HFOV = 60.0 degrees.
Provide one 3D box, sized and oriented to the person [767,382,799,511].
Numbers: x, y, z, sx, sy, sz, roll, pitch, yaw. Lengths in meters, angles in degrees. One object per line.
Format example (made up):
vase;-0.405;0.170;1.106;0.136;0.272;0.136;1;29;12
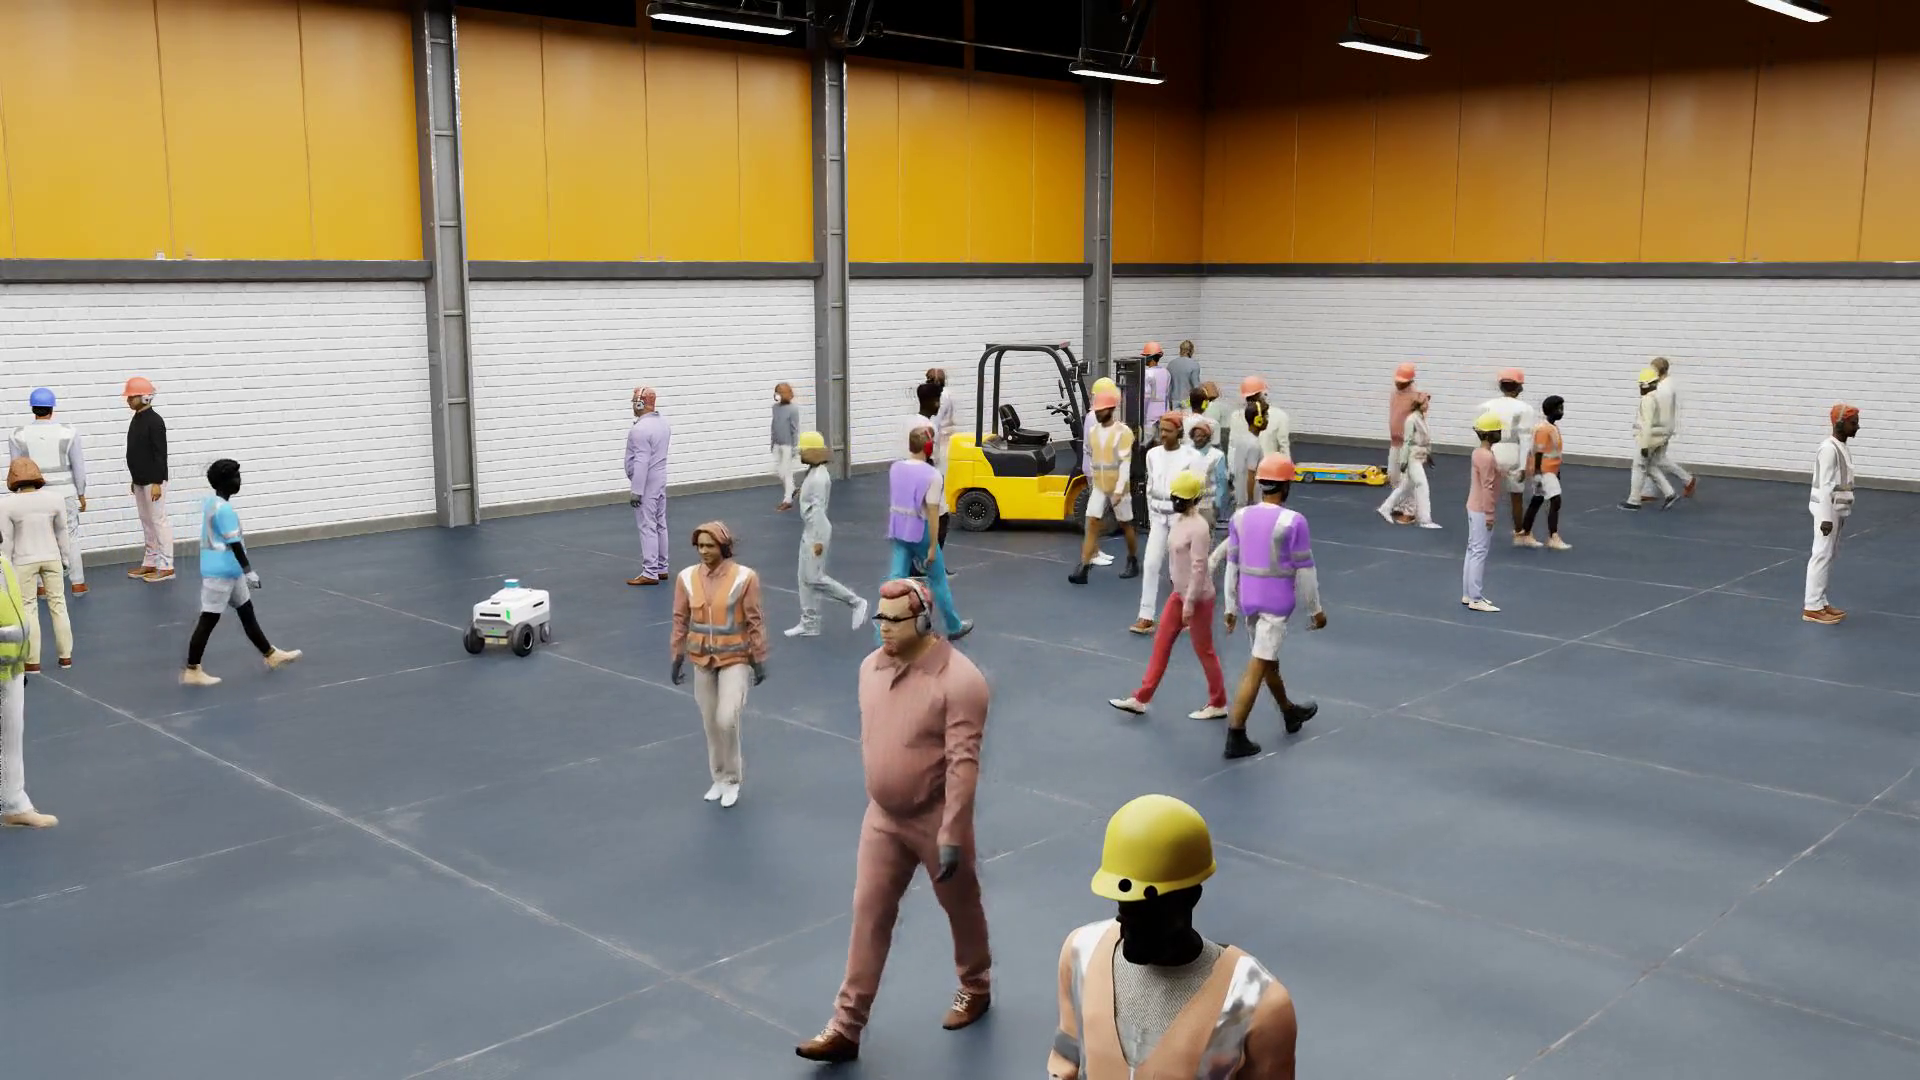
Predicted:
person;-2.215;-1.183;20.927;0.361;1.621;0.518;-8;13;-42

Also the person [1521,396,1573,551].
person;6.394;-0.719;17.909;0.714;1.669;0.547;5;11;30

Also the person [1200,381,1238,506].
person;3.263;-1.239;21.365;0.795;1.603;0.513;8;12;39

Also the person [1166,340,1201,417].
person;3.475;-2.125;25.785;0.372;1.933;0.627;-9;13;-44

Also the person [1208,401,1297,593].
person;2.654;-0.387;15.473;0.939;1.826;0.517;-2;9;-11

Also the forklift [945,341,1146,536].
forklift;0.977;-1.223;19.452;2.313;2.155;1.214;2;9;11

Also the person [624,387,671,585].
person;-3.026;-0.521;16.028;0.409;1.906;0.651;2;9;11

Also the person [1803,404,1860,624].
person;7.503;-0.231;14.316;0.337;1.882;0.585;7;11;36

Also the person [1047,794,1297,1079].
person;0.432;1.487;3.653;0.594;1.926;0.367;7;12;36

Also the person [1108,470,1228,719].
person;1.423;0.380;11.080;0.868;1.708;0.561;-2;9;-12

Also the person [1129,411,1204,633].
person;1.718;-0.127;13.787;0.593;1.851;0.870;7;12;37

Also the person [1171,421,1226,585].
person;2.256;-0.335;15.830;0.526;1.583;0.888;4;10;21

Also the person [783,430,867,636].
person;-1.125;-0.049;13.685;0.616;1.721;0.492;-2;10;-13

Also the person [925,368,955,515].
person;-0.405;-1.197;20.446;0.692;1.821;0.635;-1;9;-5

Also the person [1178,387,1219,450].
person;2.435;-0.666;17.228;0.542;1.835;0.915;5;10;26

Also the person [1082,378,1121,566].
person;1.456;-0.709;17.117;0.381;1.924;0.593;2;9;10

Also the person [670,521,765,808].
person;-1.388;0.707;9.372;0.540;1.620;0.519;3;10;17

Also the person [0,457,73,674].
person;-6.961;0.188;12.518;0.282;1.633;0.498;8;12;42

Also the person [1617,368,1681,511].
person;8.643;-1.244;20.760;0.608;1.808;0.632;-9;13;-43

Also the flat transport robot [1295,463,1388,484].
flat transport robot;5.345;-0.955;23.692;1.431;0.197;0.652;4;10;21

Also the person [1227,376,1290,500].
person;3.037;-0.691;16.919;0.619;1.962;0.453;4;10;23

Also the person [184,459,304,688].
person;-5.307;0.233;12.179;0.873;1.653;0.551;-5;10;-27

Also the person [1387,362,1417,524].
person;5.265;-1.150;19.760;0.510;1.946;0.658;-3;10;-17

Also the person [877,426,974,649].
person;-0.304;-0.017;13.294;0.574;1.789;1.001;8;12;40

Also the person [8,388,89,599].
person;-8.388;-0.427;15.327;0.607;1.947;0.406;-4;10;-22

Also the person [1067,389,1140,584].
person;1.434;-0.517;16.093;0.552;1.882;1.015;7;12;37

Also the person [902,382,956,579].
person;-0.303;-0.568;16.233;0.678;1.937;0.609;-6;11;-31

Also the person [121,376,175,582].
person;-7.928;-0.598;16.224;0.612;1.997;0.376;8;12;41

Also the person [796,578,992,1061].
person;-0.191;1.071;6.419;0.656;1.854;0.981;7;12;37

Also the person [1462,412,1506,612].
person;4.672;-0.254;14.811;0.300;1.772;0.532;1;9;6

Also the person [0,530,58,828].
person;-5.169;0.695;8.840;0.430;1.854;0.628;0;9;0

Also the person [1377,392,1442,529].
person;5.289;-0.947;19.559;0.782;1.607;0.514;5;11;30

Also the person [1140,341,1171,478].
person;2.620;-1.695;22.810;0.374;2.043;0.611;8;12;39

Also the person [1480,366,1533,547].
person;5.849;-0.867;17.919;0.607;2.002;1.018;8;13;42

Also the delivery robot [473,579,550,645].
delivery robot;-3.570;0.558;13.261;0.477;0.478;0.707;2;10;13

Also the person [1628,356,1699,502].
person;9.123;-1.412;21.473;0.737;1.915;0.634;2;10;15

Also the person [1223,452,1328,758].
person;1.997;0.391;10.494;1.015;1.875;0.556;-7;12;-38
